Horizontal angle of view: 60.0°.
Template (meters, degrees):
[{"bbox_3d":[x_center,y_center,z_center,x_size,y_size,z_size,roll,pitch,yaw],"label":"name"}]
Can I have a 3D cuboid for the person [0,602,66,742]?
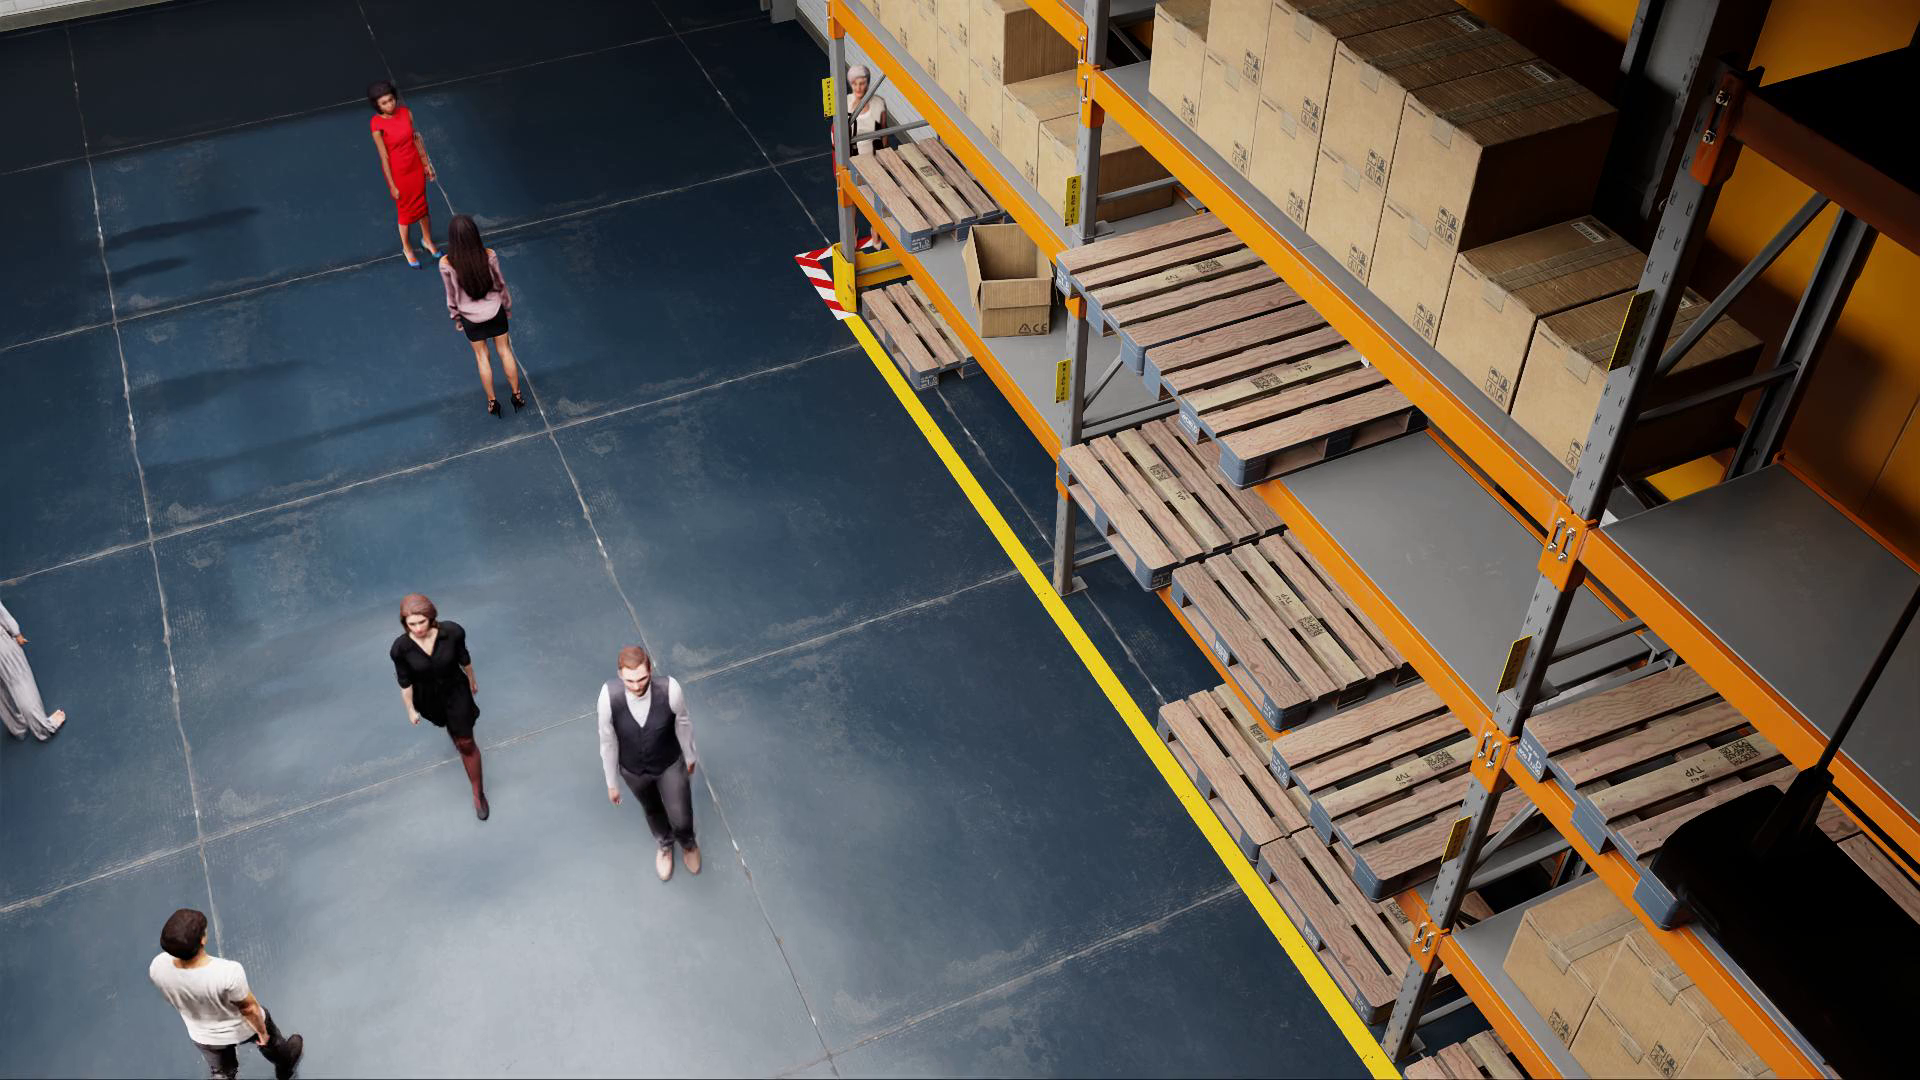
[{"bbox_3d":[-6.110,0.600,10.381,0.666,1.770,0.681,4,44,4],"label":"person"}]

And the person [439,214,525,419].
[{"bbox_3d":[-3.657,-1.710,12.776,0.635,1.812,0.538,-15,46,-15],"label":"person"}]

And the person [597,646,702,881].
[{"bbox_3d":[-1.788,1.211,9.626,0.749,1.927,0.730,-3,44,-3],"label":"person"}]

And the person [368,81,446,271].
[{"bbox_3d":[-4.778,-3.162,14.351,0.671,1.742,0.667,20,47,20],"label":"person"}]

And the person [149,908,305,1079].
[{"bbox_3d":[-3.774,2.502,8.439,0.914,1.696,1.151,-1,44,-1],"label":"person"}]

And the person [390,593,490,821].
[{"bbox_3d":[-3.177,0.897,10.145,0.631,1.665,1.071,-15,46,-15],"label":"person"}]

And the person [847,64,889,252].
[{"bbox_3d":[-0.851,-3.329,14.516,0.705,1.756,0.667,-2,44,-2],"label":"person"}]
